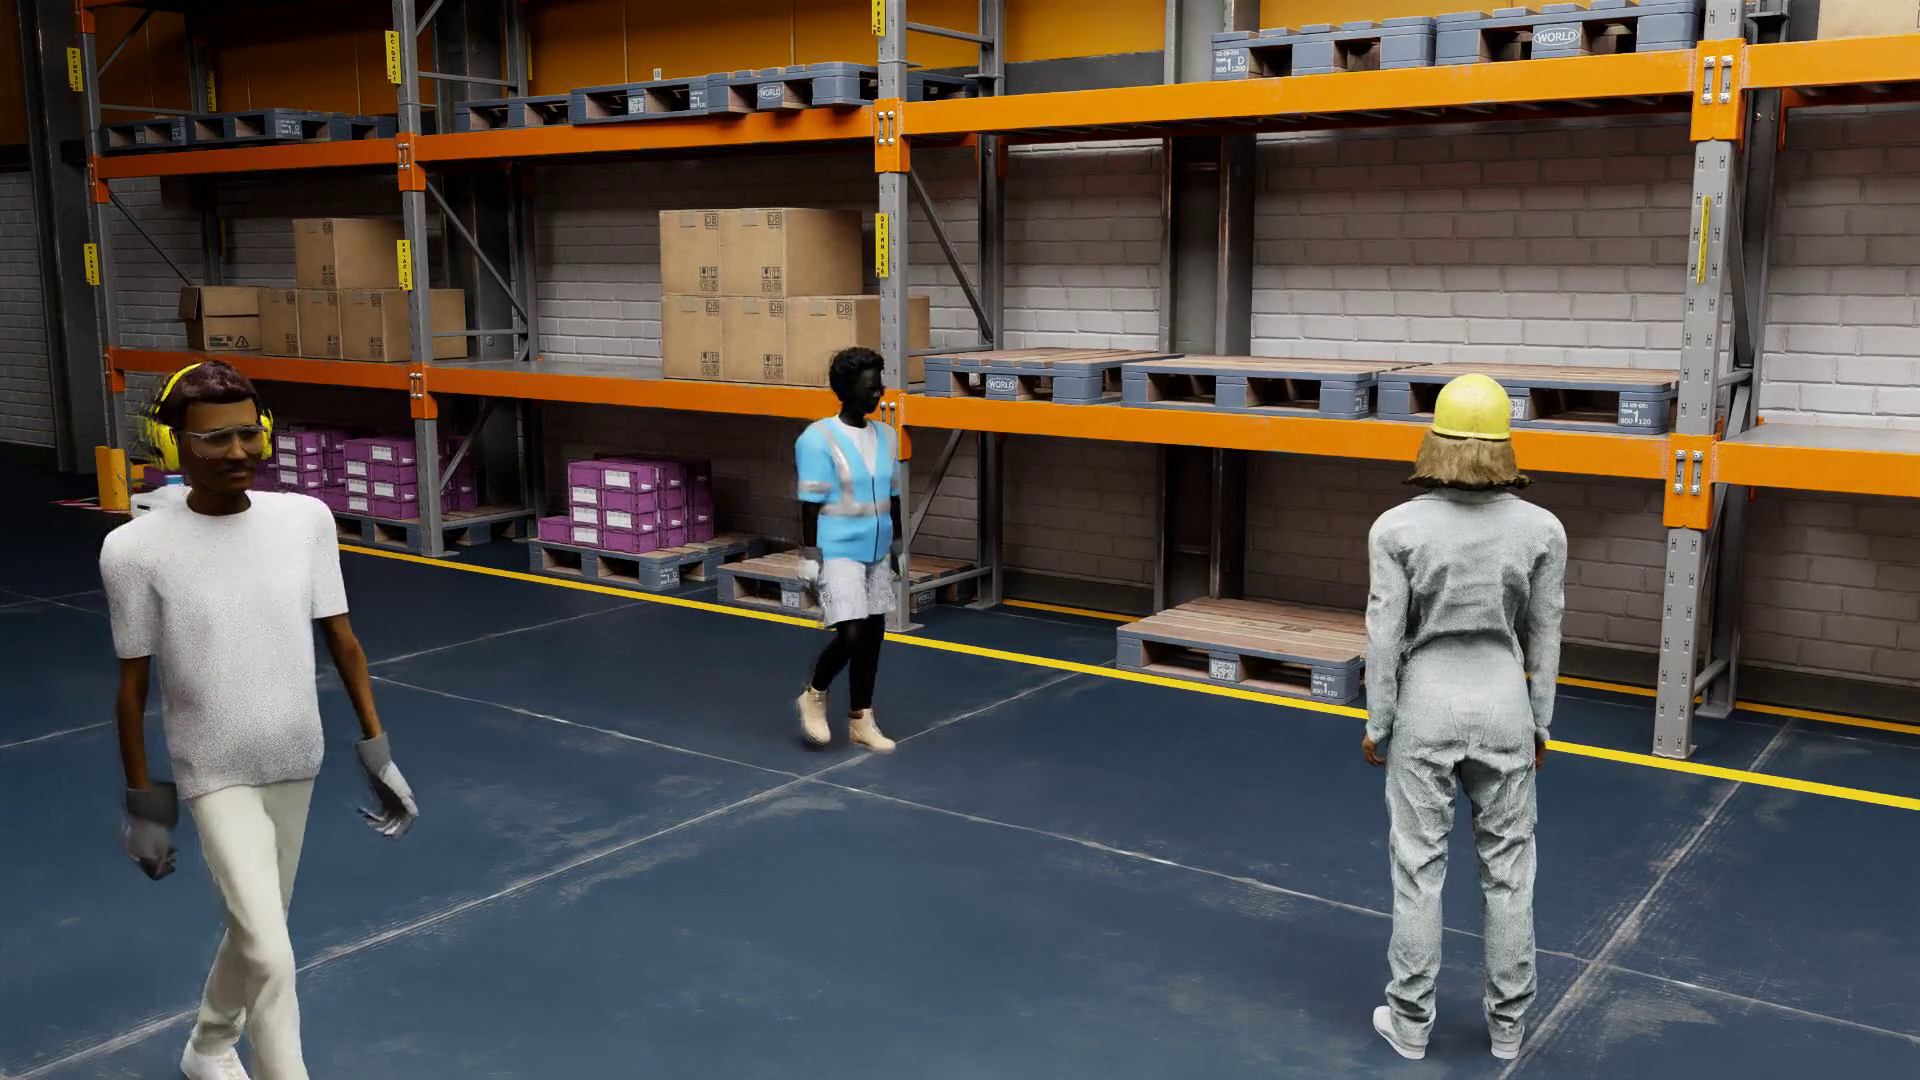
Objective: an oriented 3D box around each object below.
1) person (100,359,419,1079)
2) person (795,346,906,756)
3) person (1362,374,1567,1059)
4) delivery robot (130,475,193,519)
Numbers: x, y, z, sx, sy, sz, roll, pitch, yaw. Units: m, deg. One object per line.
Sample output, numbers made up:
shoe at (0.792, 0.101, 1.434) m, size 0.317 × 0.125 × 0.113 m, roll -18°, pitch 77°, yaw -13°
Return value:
person at (-1.558, 0.511, 3.667) m, size 0.963 × 1.831 × 0.540 m, roll 7°, pitch 12°, yaw 37°
person at (-0.426, 0.056, 6.750) m, size 0.372 × 1.682 × 0.546 m, roll 8°, pitch 13°, yaw 40°
person at (1.259, 0.454, 4.218) m, size 0.487 × 1.744 × 0.312 m, roll 1°, pitch 10°, yaw 5°
delivery robot at (-5.357, -0.202, 11.378) m, size 0.707 × 0.478 × 0.477 m, roll 7°, pitch 12°, yaw 37°
